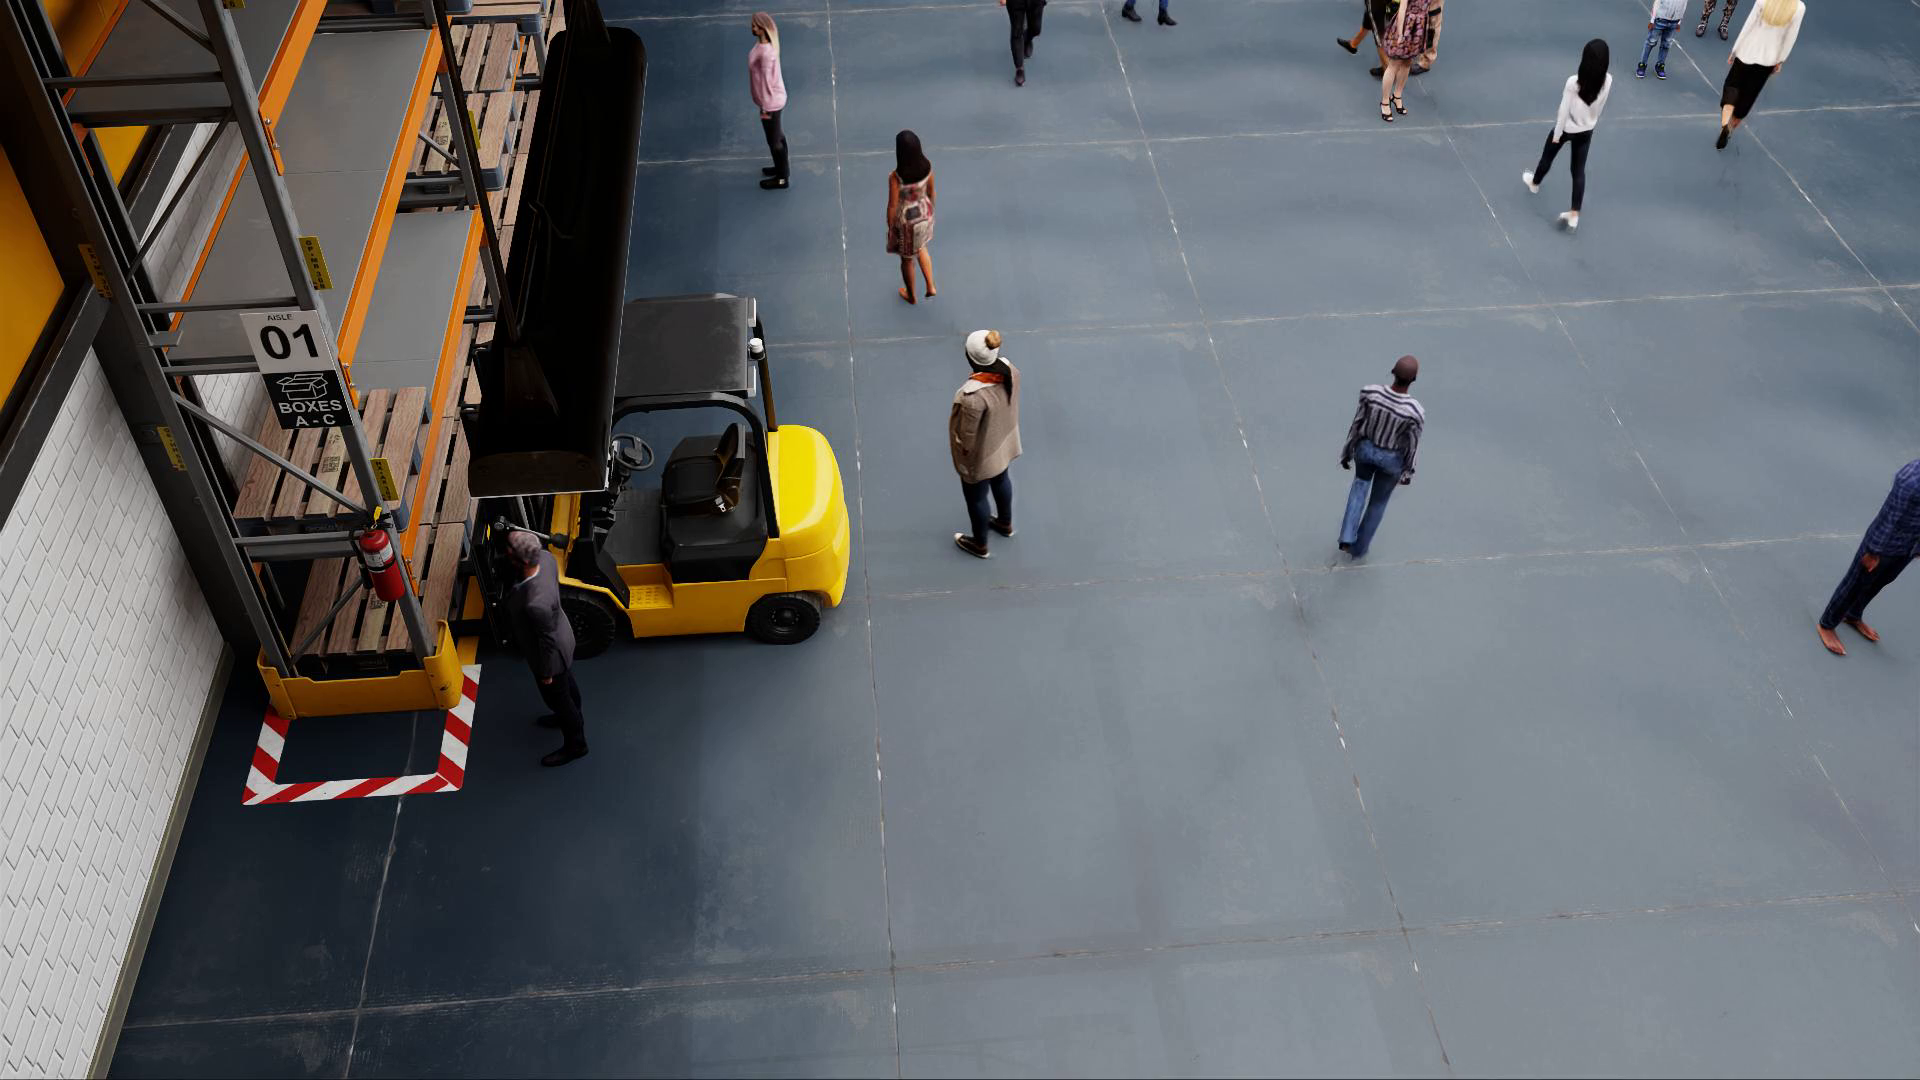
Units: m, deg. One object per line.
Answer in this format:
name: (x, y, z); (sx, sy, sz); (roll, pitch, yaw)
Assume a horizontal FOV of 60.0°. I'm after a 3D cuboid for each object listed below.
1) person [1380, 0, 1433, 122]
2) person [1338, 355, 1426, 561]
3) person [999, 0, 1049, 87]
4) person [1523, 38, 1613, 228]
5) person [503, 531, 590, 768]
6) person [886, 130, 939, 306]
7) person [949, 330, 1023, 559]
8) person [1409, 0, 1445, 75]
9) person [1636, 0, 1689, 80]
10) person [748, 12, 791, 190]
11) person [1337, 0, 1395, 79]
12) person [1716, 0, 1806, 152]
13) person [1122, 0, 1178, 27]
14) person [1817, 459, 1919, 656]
person: (4.319, -4.892, 15.973); (0.794, 1.774, 0.833); (-26, 50, -25)
person: (2.822, -0.481, 11.338); (0.801, 1.781, 0.848); (24, 49, 23)
person: (0.637, -5.514, 16.568); (0.708, 1.854, 0.916); (-1, 44, -1)
person: (5.454, -3.554, 14.657); (0.728, 1.653, 1.151); (-8, 44, -9)
person: (-2.525, 0.628, 10.130); (0.800, 1.842, 0.585); (-9, 44, -10)
person: (-0.347, -2.595, 13.660); (0.827, 1.639, 0.894); (-27, 50, -25)
person: (0.192, -0.686, 11.473); (0.873, 1.892, 0.801); (25, 49, 24)
person: (4.717, -5.607, 16.672); (0.840, 1.845, 0.732); (-15, 46, -15)
person: (7.139, -5.293, 16.766); (0.514, 1.261, 0.536); (4, 44, 4)
person: (-1.706, -3.994, 15.095); (0.636, 1.686, 0.460); (-3, 44, -4)
person: (4.246, -5.414, 16.632); (0.984, 1.622, 1.121); (-31, 52, -29)
person: (7.366, -4.373, 15.381); (0.841, 1.840, 0.925); (13, 45, 13)
person: (1.969, -6.165, 17.444); (0.969, 1.589, 0.929); (21, 47, 20)
person: (6.095, -0.024, 10.831); (0.722, 1.818, 0.692); (-16, 46, -16)
